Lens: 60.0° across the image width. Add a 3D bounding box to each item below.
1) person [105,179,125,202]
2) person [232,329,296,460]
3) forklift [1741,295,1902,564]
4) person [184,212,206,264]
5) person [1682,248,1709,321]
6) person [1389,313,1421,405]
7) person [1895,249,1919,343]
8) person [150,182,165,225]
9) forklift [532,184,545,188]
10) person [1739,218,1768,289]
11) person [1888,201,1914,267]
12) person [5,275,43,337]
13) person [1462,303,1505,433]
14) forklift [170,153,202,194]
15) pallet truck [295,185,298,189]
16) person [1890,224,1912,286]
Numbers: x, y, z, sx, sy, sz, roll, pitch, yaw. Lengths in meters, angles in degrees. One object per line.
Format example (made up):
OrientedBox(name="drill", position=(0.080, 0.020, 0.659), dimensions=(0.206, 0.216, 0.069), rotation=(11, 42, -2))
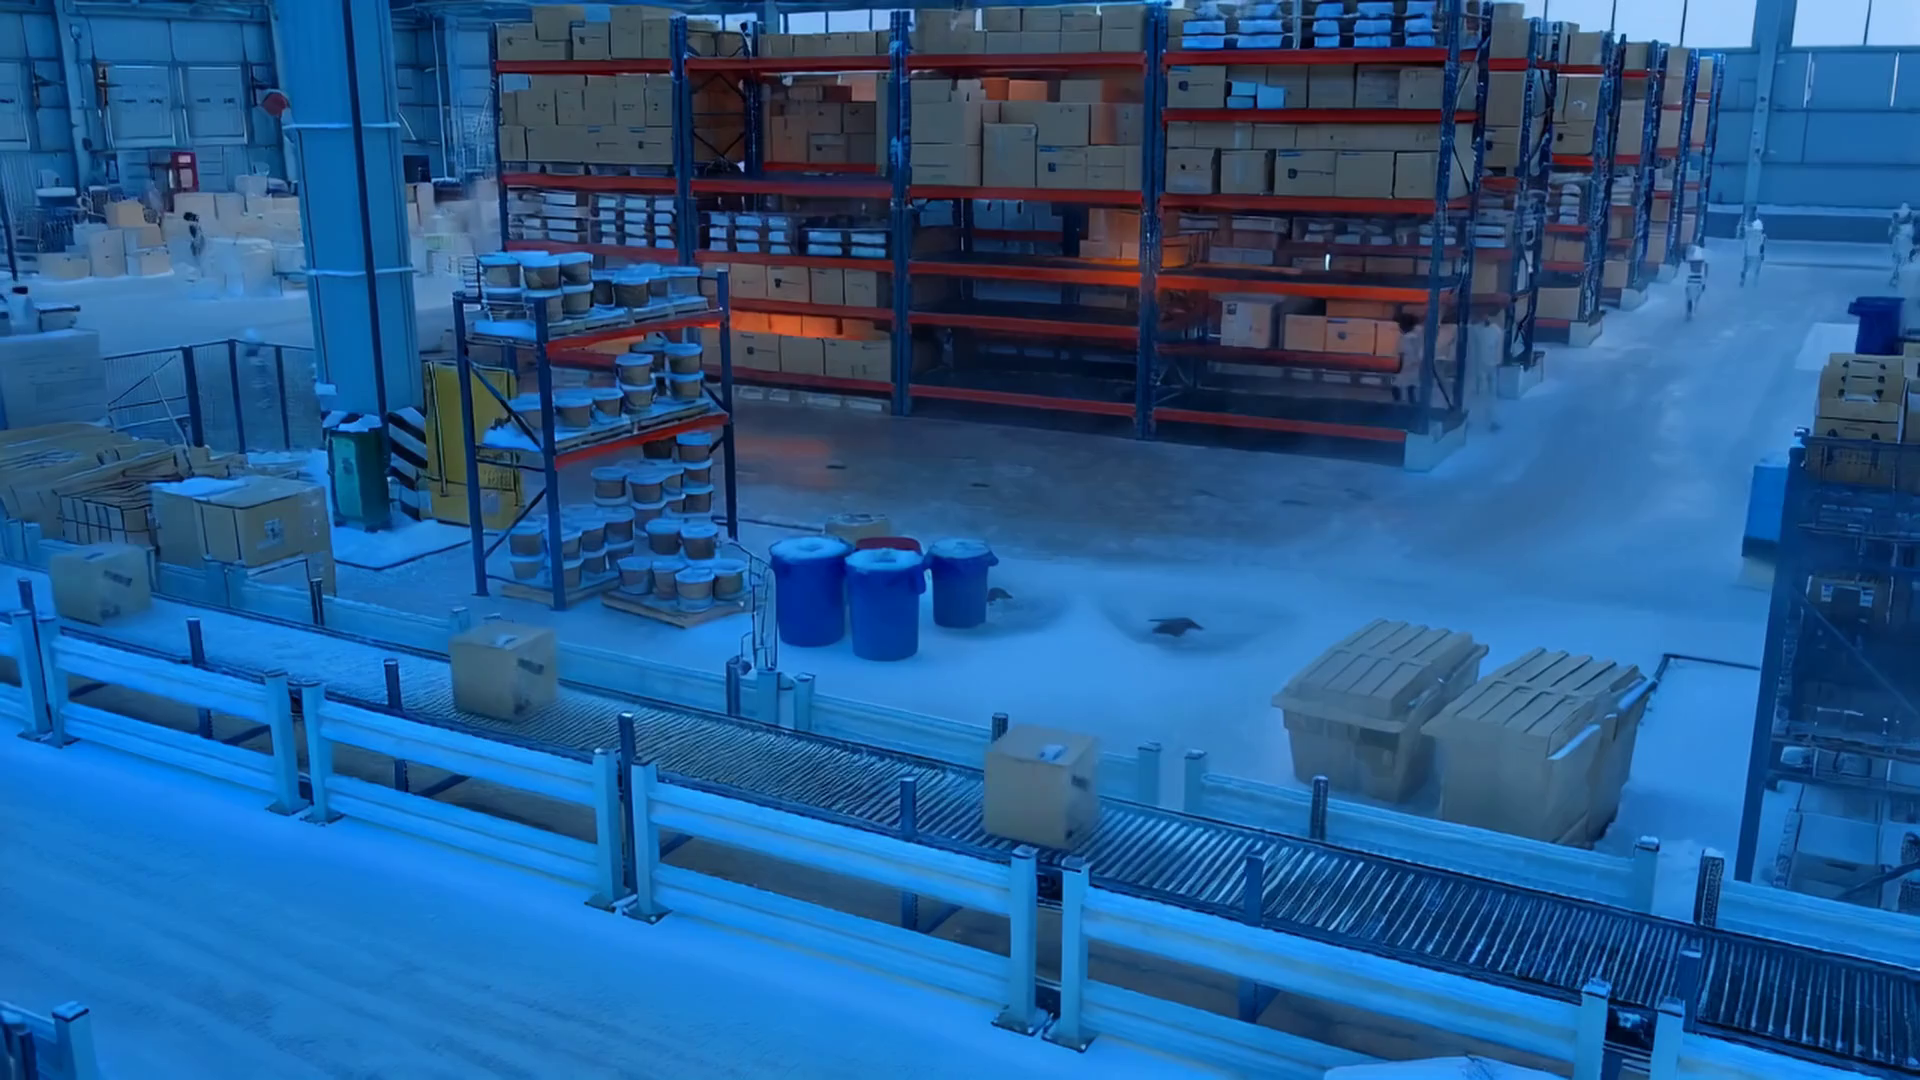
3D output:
OrientedBox(name="person", position=(-31.028, -12.299, 61.141), dimensions=(0.632, 1.940, 0.372), rotation=(-8, 17, -28))
OrientedBox(name="person", position=(-9.516, -1.961, 22.570), dimensions=(0.905, 1.784, 0.613), rotation=(-6, 16, -21))
OrientedBox(name="forklift", position=(9.340, -1.101, 17.240), dimensions=(1.873, 2.768, 1.129), rotation=(9, 17, 31))
OrientedBox(name="person", position=(-20.877, -8.080, 45.535), dimensions=(0.541, 1.799, 0.532), rotation=(-4, 15, -16))
OrientedBox(name="person", position=(16.163, -5.607, 36.594), dimensions=(0.523, 1.627, 0.550), rotation=(5, 16, 19))
OrientedBox(name="person", position=(6.740, -2.583, 25.109), dimensions=(0.399, 1.685, 0.546), rotation=(14, 20, 42))
OrientedBox(name="person", position=(18.999, -4.856, 33.232), dimensions=(0.404, 1.903, 0.636), rotation=(-3, 15, -9))
OrientedBox(name="person", position=(-28.766, -11.848, 59.557), dimensions=(1.027, 1.878, 0.652), rotation=(-3, 15, -12))
OrientedBox(name="forklift", position=(-16.254, -13.594, 64.203), dimensions=(1.873, 2.768, 1.129), rotation=(1, 15, 2))
OrientedBox(name="person", position=(20.445, -7.378, 42.894), dimensions=(0.626, 1.821, 0.812), rotation=(12, 19, 38))
OrientedBox(name="person", position=(27.334, -8.884, 48.354), dimensions=(0.620, 1.904, 0.443), rotation=(10, 18, 32))
OrientedBox(name="person", position=(-15.890, -3.514, 28.183), dimensions=(0.549, 1.910, 0.858), rotation=(4, 15, 15))
OrientedBox(name="person", position=(7.709, -2.516, 24.441), dimensions=(0.646, 1.894, 0.955), rotation=(-4, 15, -14))
OrientedBox(name="forklift", position=(-28.889, -13.072, 62.240), dimensions=(1.873, 2.768, 1.129), rotation=(8, 17, 28))
OrientedBox(name="pallet truck", position=(-26.804, -14.617, 69.738), dimensions=(1.885, 1.965, 0.823), rotation=(-14, 20, -42))
OrientedBox(name="person", position=(24.569, -7.441, 43.481), dimensions=(0.402, 1.614, 0.563), rotation=(-6, 16, -23))
